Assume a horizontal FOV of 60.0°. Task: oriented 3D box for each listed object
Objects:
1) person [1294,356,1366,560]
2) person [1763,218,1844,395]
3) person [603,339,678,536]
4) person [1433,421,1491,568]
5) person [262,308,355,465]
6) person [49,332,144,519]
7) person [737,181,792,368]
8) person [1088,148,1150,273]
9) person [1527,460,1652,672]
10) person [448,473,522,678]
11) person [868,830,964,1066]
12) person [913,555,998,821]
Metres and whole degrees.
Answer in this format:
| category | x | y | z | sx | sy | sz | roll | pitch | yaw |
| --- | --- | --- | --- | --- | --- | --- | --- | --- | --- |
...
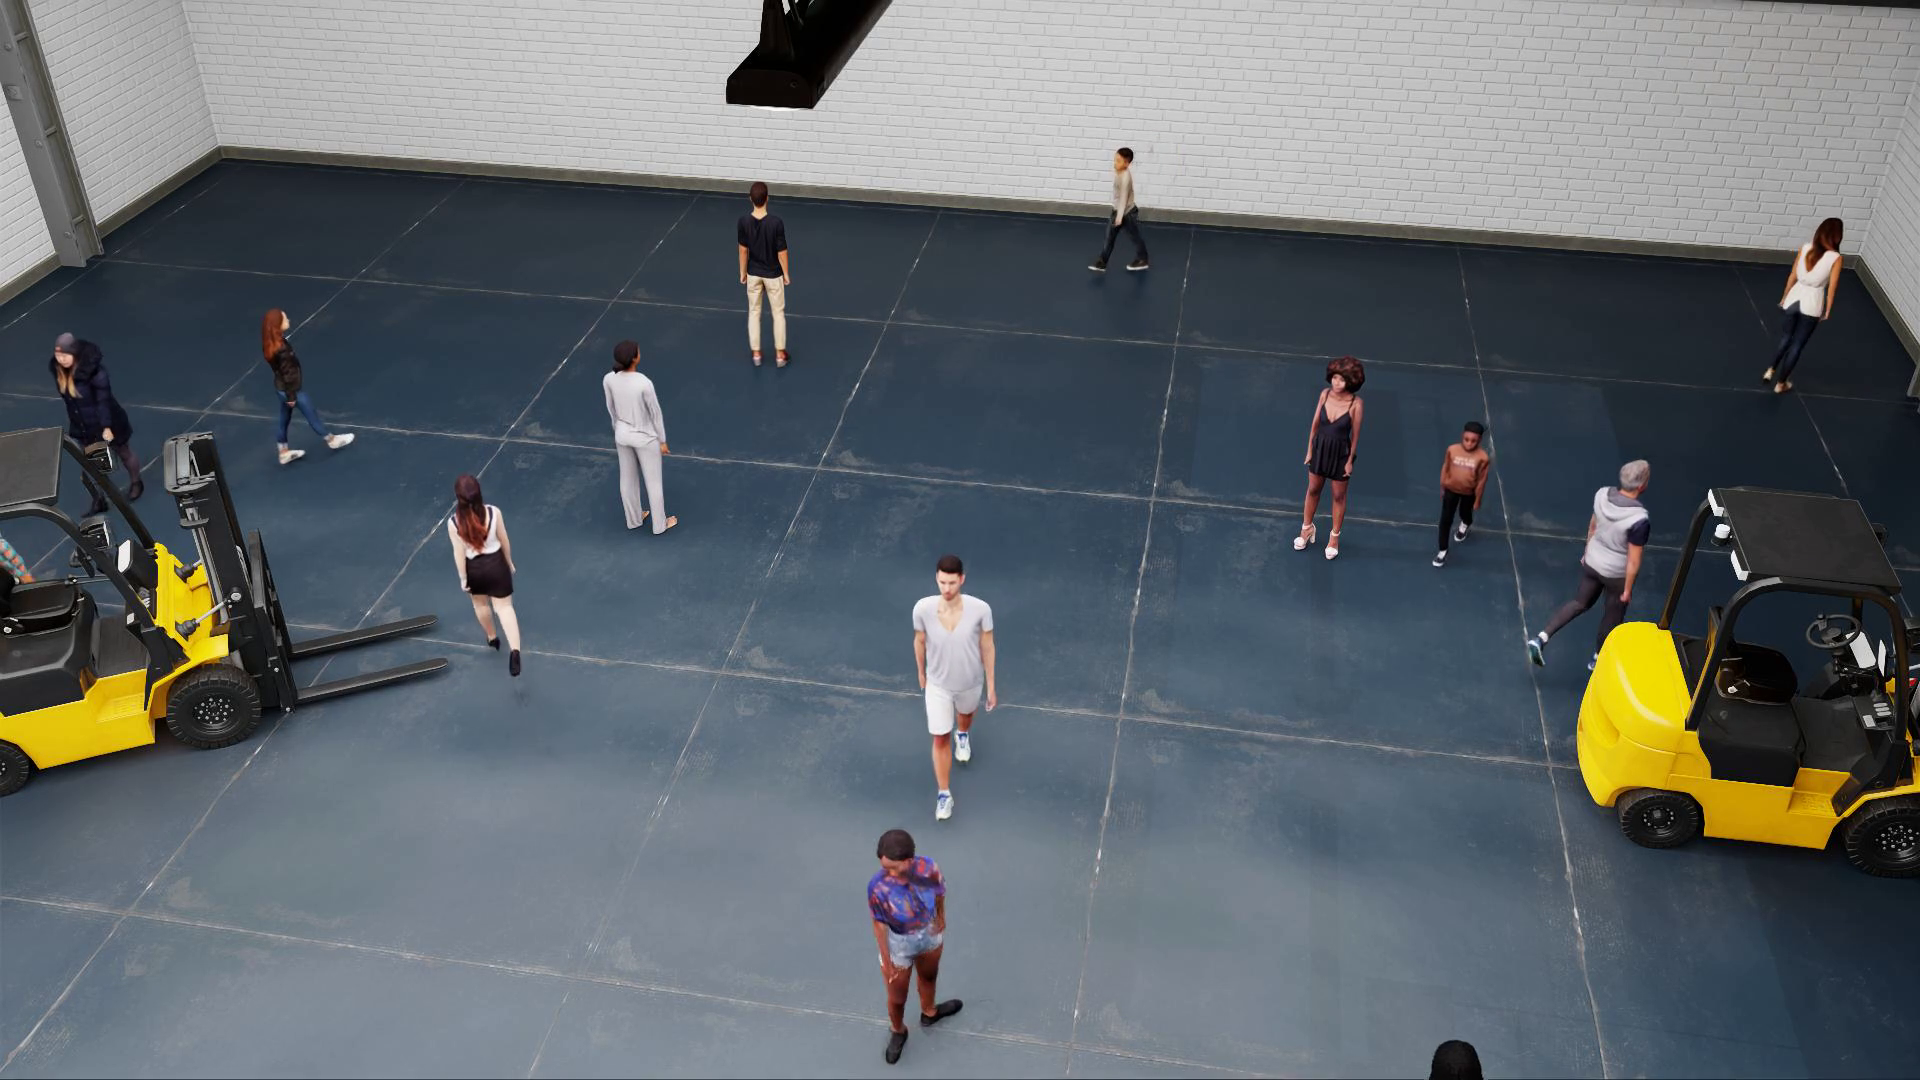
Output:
| category | x | y | z | sx | sy | sz | roll | pitch | yaw |
| --- | --- | --- | --- | --- | --- | --- | --- | --- | --- |
| person | 2.985 | -0.670 | 13.340 | 0.625 | 1.790 | 0.642 | 19 | 38 | 26 |
| person | 7.863 | -2.162 | 15.596 | 0.824 | 1.778 | 0.766 | -24 | 40 | -31 |
| person | -2.650 | -0.848 | 13.657 | 0.675 | 1.737 | 0.596 | 12 | 35 | 17 |
| person | 4.094 | -0.431 | 13.485 | 0.708 | 1.232 | 0.964 | 16 | 37 | 23 |
| person | -5.974 | -1.325 | 14.630 | 0.979 | 1.453 | 0.881 | -27 | 42 | -34 |
| person | -7.217 | -1.042 | 14.028 | 0.676 | 1.648 | 0.857 | 4 | 34 | 6 |
| person | -1.896 | -2.574 | 16.149 | 0.643 | 1.851 | 0.562 | 4 | 34 | 5 |
| person | 1.835 | -3.561 | 18.015 | 0.906 | 1.429 | 0.975 | -7 | 34 | -10 |
| person | 4.580 | 0.238 | 11.959 | 1.086 | 1.807 | 1.115 | -12 | 35 | -18 |
| person | -3.419 | 0.282 | 12.056 | 0.953 | 1.626 | 1.072 | -17 | 37 | -24 |
| person | -0.243 | 2.159 | 9.138 | 0.818 | 1.730 | 0.862 | -28 | 42 | -35 |
| person | -0.018 | 0.849 | 11.037 | 0.845 | 1.809 | 1.249 | 0 | 34 | 1 |
